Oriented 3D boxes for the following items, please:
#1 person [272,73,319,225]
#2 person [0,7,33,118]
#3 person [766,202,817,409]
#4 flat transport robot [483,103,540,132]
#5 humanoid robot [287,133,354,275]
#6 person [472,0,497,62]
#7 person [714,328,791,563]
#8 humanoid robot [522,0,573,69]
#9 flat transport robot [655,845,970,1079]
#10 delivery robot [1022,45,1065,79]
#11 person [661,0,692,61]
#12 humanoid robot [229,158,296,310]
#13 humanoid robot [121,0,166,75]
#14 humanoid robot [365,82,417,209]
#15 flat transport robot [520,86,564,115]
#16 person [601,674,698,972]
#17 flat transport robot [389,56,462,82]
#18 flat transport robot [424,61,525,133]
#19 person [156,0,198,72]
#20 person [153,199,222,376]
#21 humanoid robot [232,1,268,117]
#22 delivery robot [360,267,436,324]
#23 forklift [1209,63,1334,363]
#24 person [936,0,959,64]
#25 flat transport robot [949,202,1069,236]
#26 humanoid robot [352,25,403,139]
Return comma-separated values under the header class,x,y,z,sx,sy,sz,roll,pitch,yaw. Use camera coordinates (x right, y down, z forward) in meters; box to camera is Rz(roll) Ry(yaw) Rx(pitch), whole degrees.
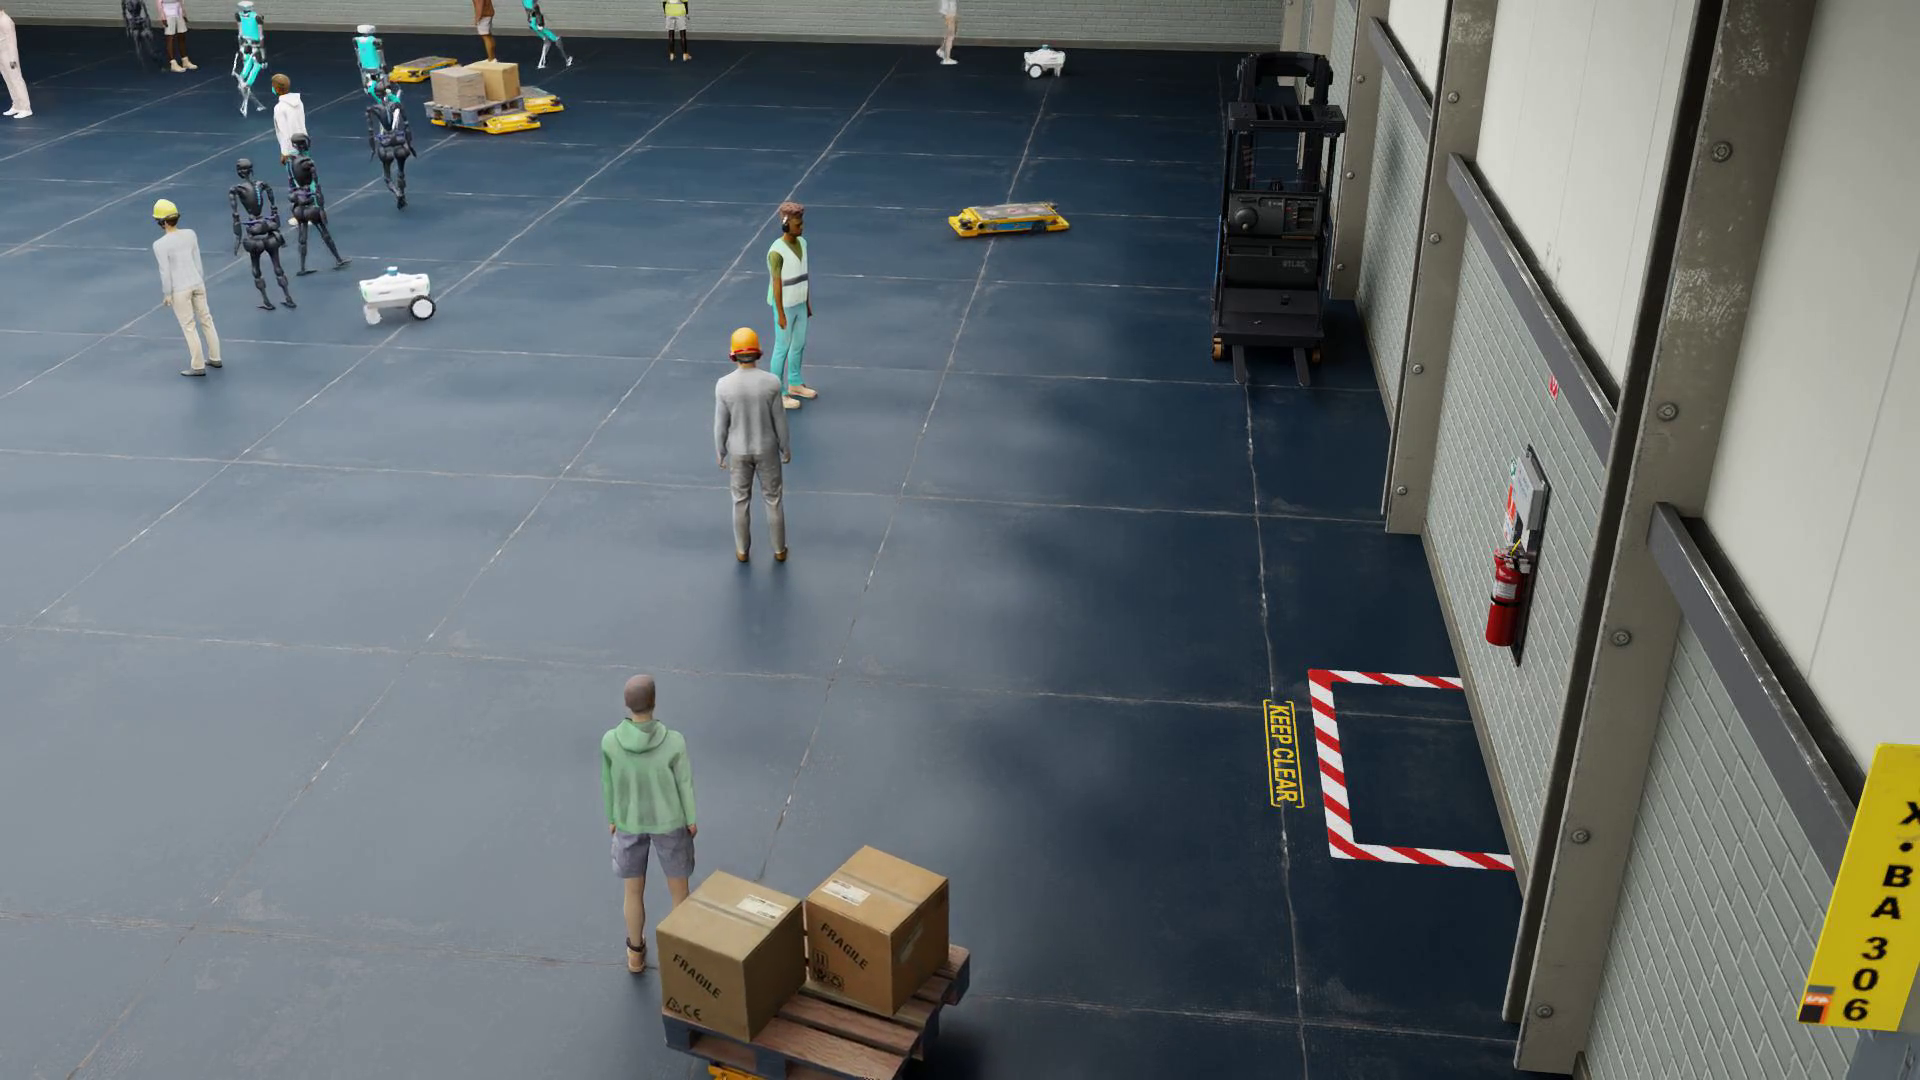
class,x,y,z,sx,sy,sz,roll,pitch,yaw
person,-8.515,-4.997,21.278,0.382,1.917,0.487,6,27,12
person,-15.460,-7.821,26.925,0.640,1.908,0.412,21,33,35
person,-1.607,-2.223,15.688,0.402,1.969,0.480,14,30,26
flat transport robot,-7.347,-6.798,26.709,0.659,0.231,1.431,-18,32,-32
humanoid robot,-7.600,-3.958,19.487,0.611,1.640,0.678,18,32,32
person,-8.797,-9.718,30.766,0.384,1.853,0.798,-1,27,-2
person,-1.588,-0.714,12.763,0.574,1.888,0.387,-3,27,-5
humanoid robot,-7.599,-9.568,30.647,0.939,1.804,0.554,-19,33,-34
flat transport robot,-0.674,2.418,8.311,0.659,0.231,1.431,11,29,21
delivery robot,1.515,-8.644,30.067,0.753,0.587,0.520,-6,27,-11
person,-5.339,-9.892,31.290,0.533,1.696,0.318,5,27,9
humanoid robot,-7.686,-3.352,18.276,0.472,1.632,0.612,16,31,28
humanoid robot,-14.821,-9.269,30.118,0.590,1.657,0.559,9,28,17
humanoid robot,-7.464,-5.194,21.943,0.608,1.633,0.582,-18,32,-32
flat transport robot,-7.232,-7.356,27.824,0.659,0.231,1.431,-18,32,-31
person,-1.589,1.478,8.557,0.470,1.734,0.324,0,27,0
flat transport robot,-9.741,-8.554,30.215,0.659,0.231,1.431,9,28,17
flat transport robot,-7.679,-6.715,26.545,1.431,0.231,0.659,15,30,27
person,-14.335,-9.596,30.334,0.402,2.035,0.608,10,28,19
person,-7.677,-2.483,16.434,0.334,1.759,0.524,10,28,20
humanoid robot,-11.713,-7.805,27.146,0.547,1.830,0.872,10,28,19
delivery robot,-6.148,-2.685,18.177,0.791,0.592,0.499,-11,29,-21
forklift,3.241,-3.477,17.183,1.129,2.768,1.873,3,27,6
person,-0.200,-9.806,30.946,0.468,1.857,0.564,-8,28,-16
flat transport robot,0.624,-4.112,21.348,1.431,0.231,0.659,-6,27,-12
humanoid robot,-8.818,-6.983,25.480,0.538,1.825,0.696,11,29,21
